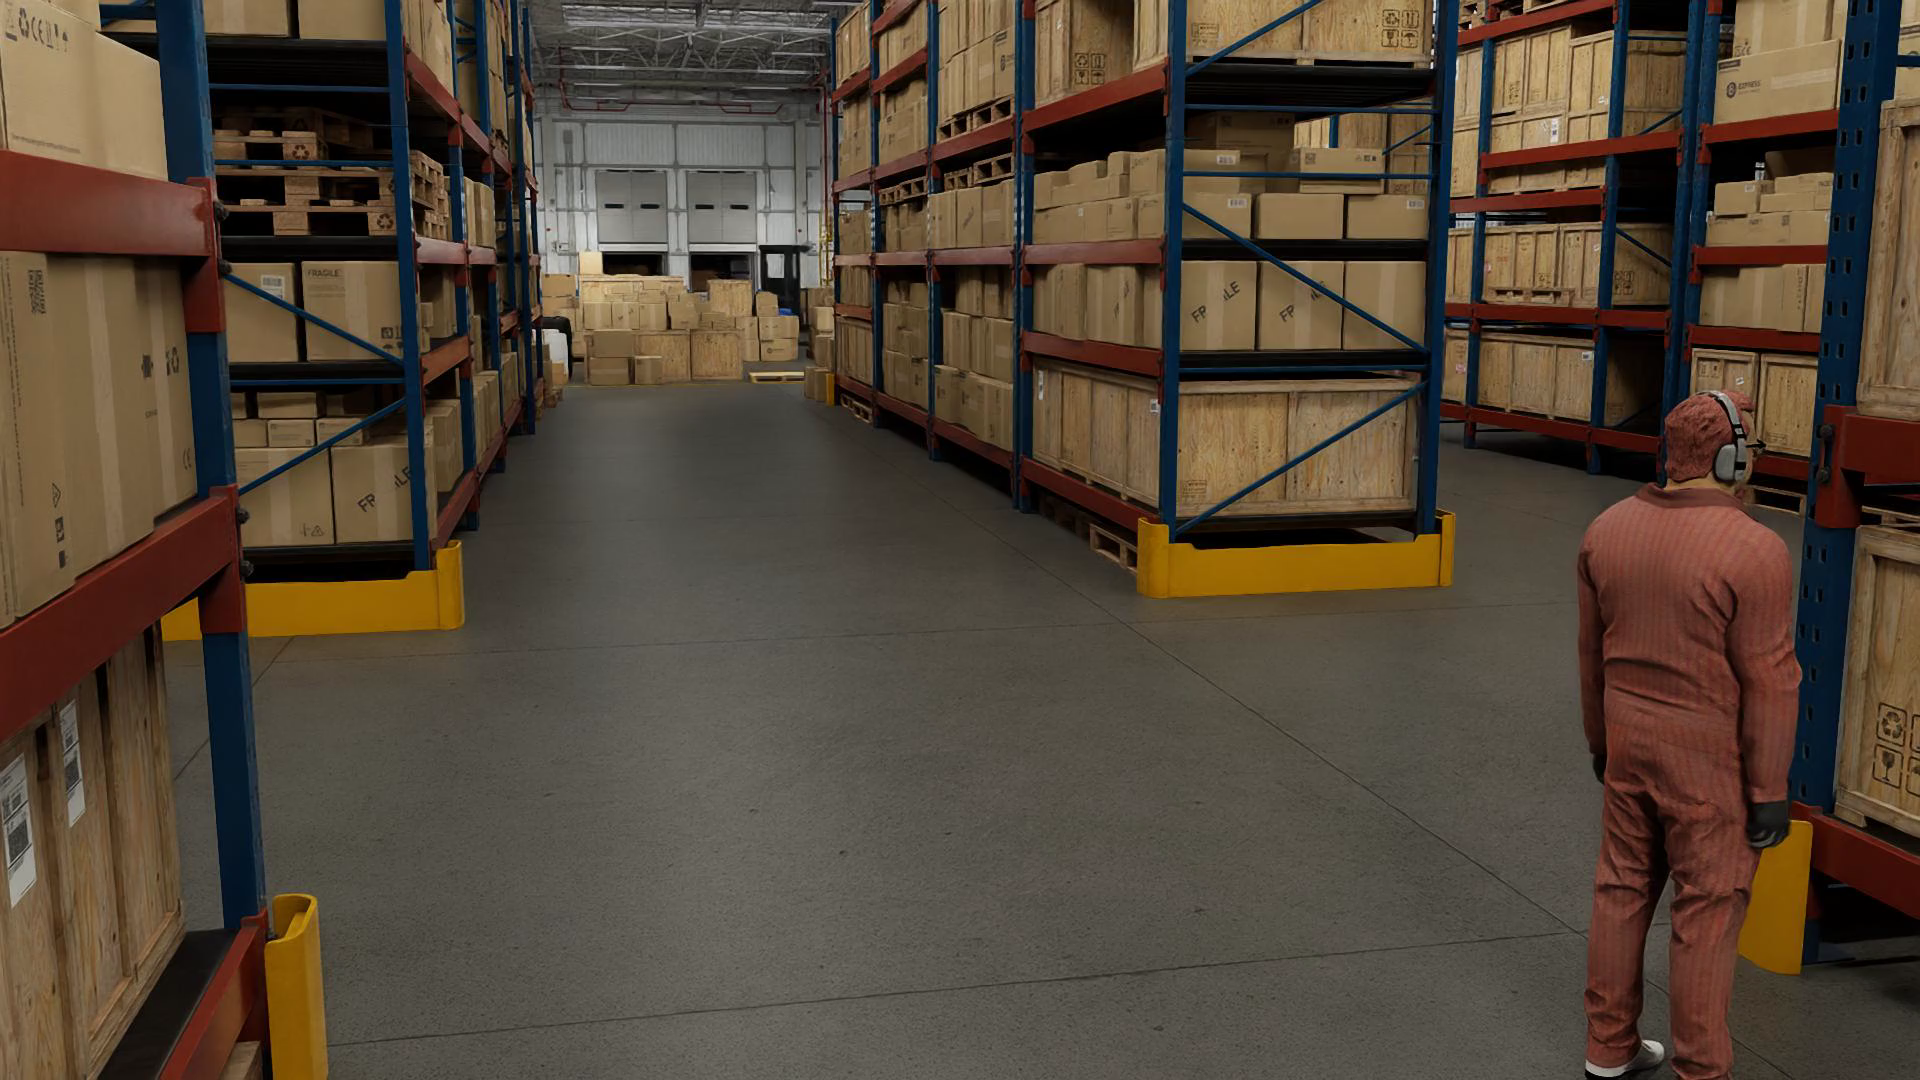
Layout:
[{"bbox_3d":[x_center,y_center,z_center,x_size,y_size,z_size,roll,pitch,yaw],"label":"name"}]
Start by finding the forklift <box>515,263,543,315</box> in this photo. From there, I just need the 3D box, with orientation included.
[{"bbox_3d":[-14.713,-8.414,56.111,1.873,2.768,1.129,7,12,38],"label":"forklift"}]

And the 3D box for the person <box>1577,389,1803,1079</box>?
[{"bbox_3d":[1.913,0.563,4.352,0.407,1.910,0.638,-4,10,-25],"label":"person"}]

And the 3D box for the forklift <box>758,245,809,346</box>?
[{"bbox_3d":[-5.014,-6.667,45.464,1.129,2.768,1.873,4,10,21],"label":"forklift"}]

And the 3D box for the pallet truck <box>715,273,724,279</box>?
[{"bbox_3d":[-8.580,-8.986,62.280,1.885,1.965,0.823,1,9,5],"label":"pallet truck"}]

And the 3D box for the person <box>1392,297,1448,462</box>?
[{"bbox_3d":[5.224,-1.848,19.090,0.673,1.883,0.703,-1,9,-3],"label":"person"}]
